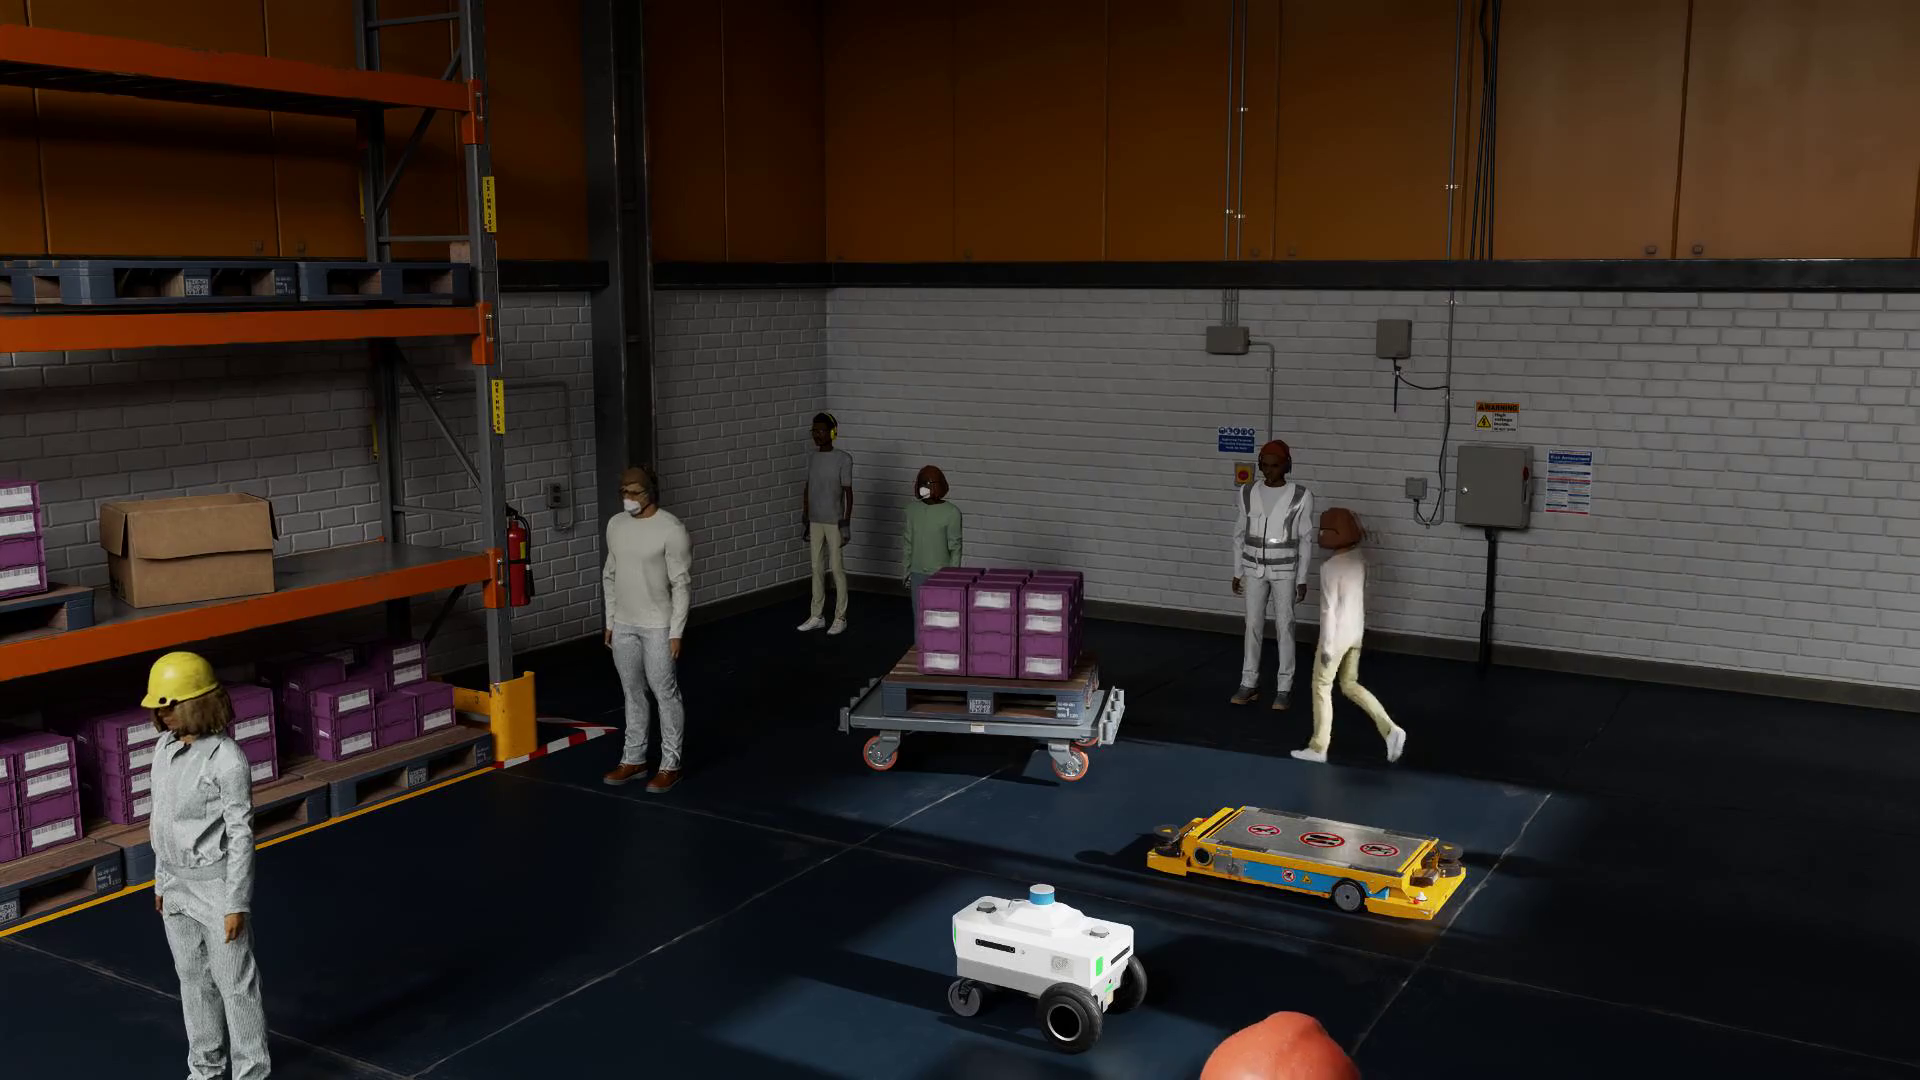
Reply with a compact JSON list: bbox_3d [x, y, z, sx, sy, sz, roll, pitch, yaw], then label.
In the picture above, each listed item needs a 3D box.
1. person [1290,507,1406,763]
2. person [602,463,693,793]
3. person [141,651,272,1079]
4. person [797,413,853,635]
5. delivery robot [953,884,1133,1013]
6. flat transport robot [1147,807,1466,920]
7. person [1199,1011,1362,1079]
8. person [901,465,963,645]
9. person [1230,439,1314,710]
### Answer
[{"bbox_3d":[2.375,0.605,10.154,0.644,1.613,0.508,9,13,44],"label":"person"},{"bbox_3d":[-1.846,0.510,9.765,0.630,1.938,0.373,5,11,30],"label":"person"},{"bbox_3d":[-2.670,1.237,5.840,0.485,1.740,0.303,5,11,30],"label":"person"},{"bbox_3d":[-1.139,-0.140,14.026,0.508,1.872,0.329,5,11,30],"label":"person"},{"bbox_3d":[0.329,1.638,6.729,0.707,0.478,0.477,5,10,30],"label":"delivery robot"},{"bbox_3d":[1.722,1.575,8.297,1.431,0.197,0.652,5,11,30],"label":"flat transport robot"},{"bbox_3d":[0.439,1.653,2.478,0.635,1.982,1.067,7,11,37],"label":"person"},{"bbox_3d":[-0.215,0.260,12.263,0.497,1.633,0.285,5,11,30],"label":"person"},{"bbox_3d":[2.168,0.239,11.613,0.574,1.886,0.356,5,11,30],"label":"person"}]
